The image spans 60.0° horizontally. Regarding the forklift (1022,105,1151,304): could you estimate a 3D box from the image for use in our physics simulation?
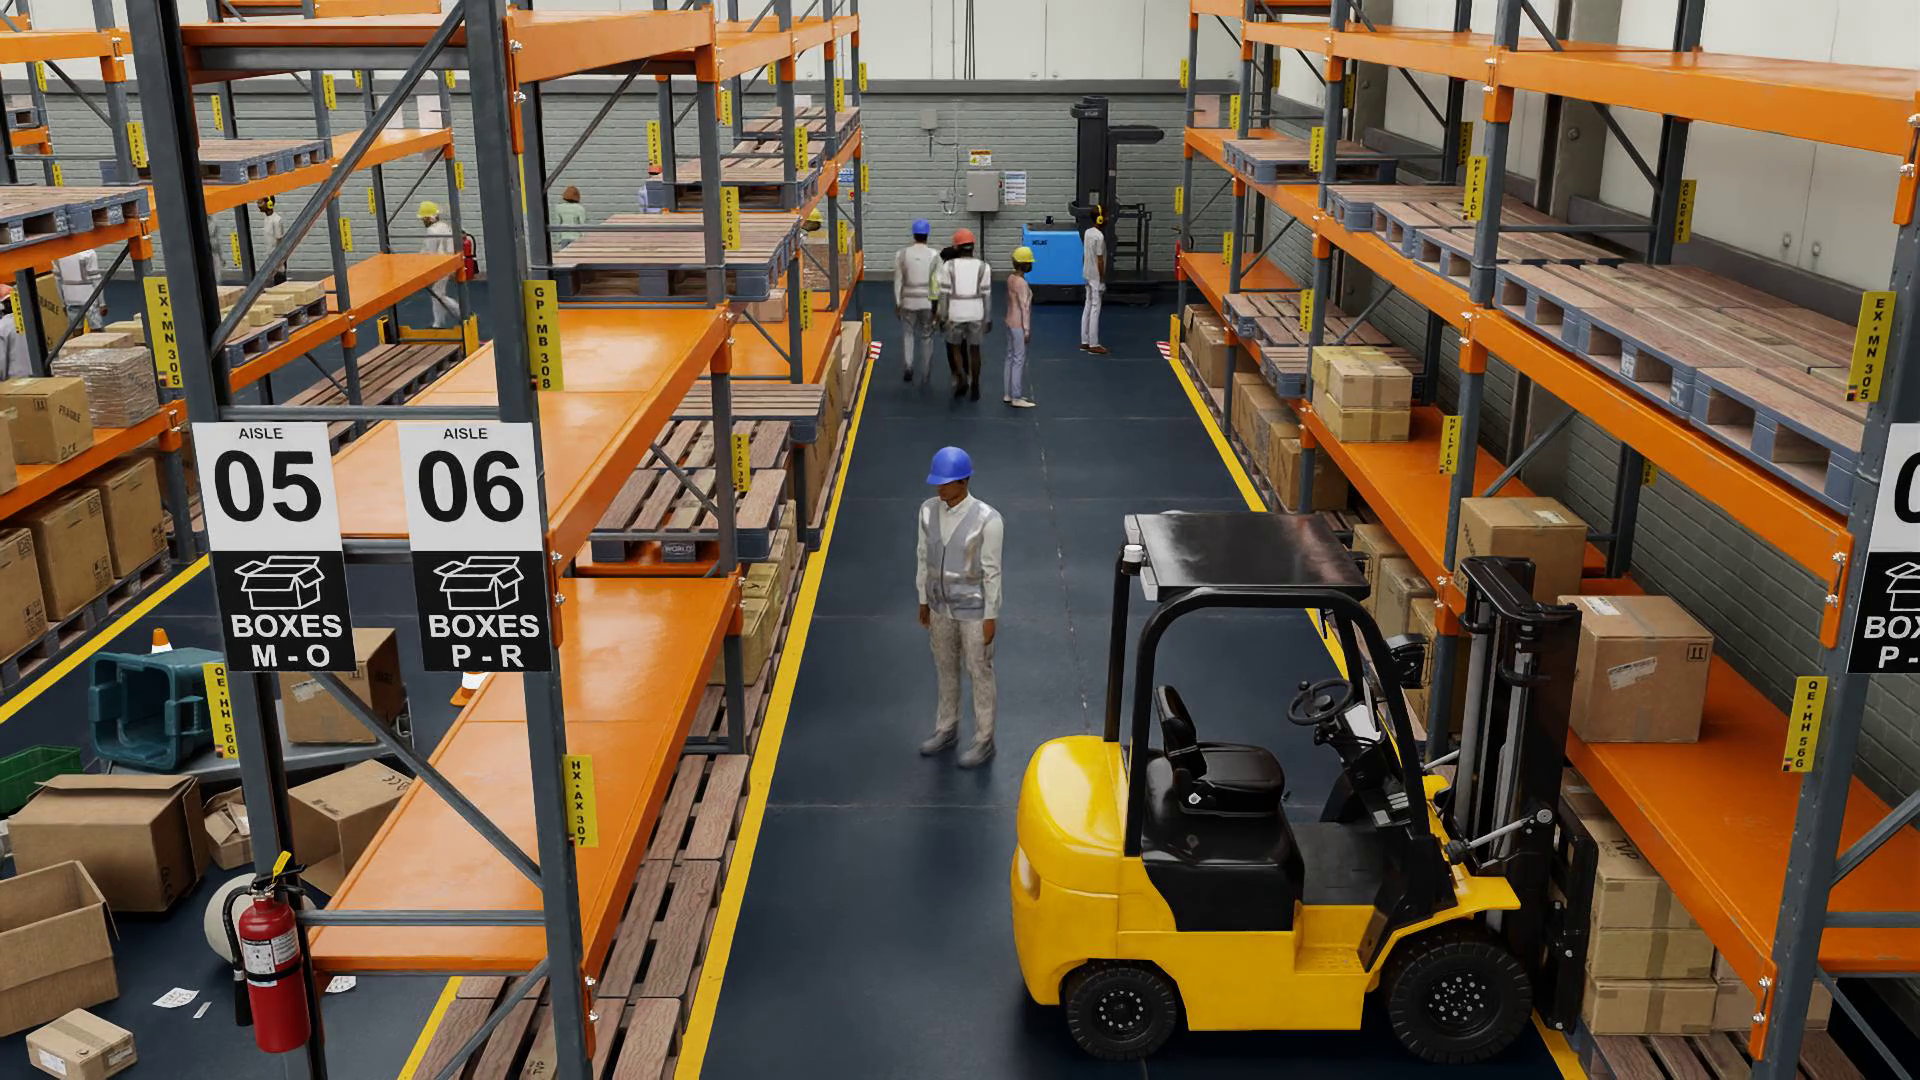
[{"bbox_3d":[1.857,-4.944,24.441,1.873,2.768,1.129,0,18,0],"label":"forklift"}]

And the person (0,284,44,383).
[{"bbox_3d":[-9.113,-1.613,16.149,0.338,1.742,0.563,8,20,22],"label":"person"}]

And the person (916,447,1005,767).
[{"bbox_3d":[-0.015,0.384,9.806,0.604,1.941,0.412,13,22,34],"label":"person"}]

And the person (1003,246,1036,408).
[{"bbox_3d":[0.673,-2.350,18.347,0.330,1.765,0.533,-6,19,-17],"label":"person"}]

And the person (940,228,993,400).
[{"bbox_3d":[0.075,-2.513,18.597,0.613,1.922,0.438,-1,18,-2],"label":"person"}]

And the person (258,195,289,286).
[{"bbox_3d":[-9.266,-3.791,22.565,0.333,1.859,0.508,-13,22,-34],"label":"person"}]

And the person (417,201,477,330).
[{"bbox_3d":[-6.829,-3.589,22.047,0.694,1.798,0.613,-2,18,-5],"label":"person"}]

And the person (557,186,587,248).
[{"bbox_3d":[-5.852,-4.532,25.167,0.515,1.624,0.292,6,19,18],"label":"person"}]

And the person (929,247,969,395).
[{"bbox_3d":[-0.084,-2.491,18.934,0.543,1.655,0.778,2,18,7],"label":"person"}]

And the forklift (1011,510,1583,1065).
[{"bbox_3d":[1.387,1.055,7.378,2.313,2.155,1.214,0,18,0],"label":"forklift"}]

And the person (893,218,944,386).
[{"bbox_3d":[-0.452,-2.761,19.331,0.629,1.932,0.442,2,18,6],"label":"person"}]

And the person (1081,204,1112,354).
[{"bbox_3d":[1.721,-3.302,21.059,0.335,1.873,0.521,-6,19,-17],"label":"person"}]

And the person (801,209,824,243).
[{"bbox_3d":[-1.925,-3.473,21.799,0.324,1.730,0.490,0,18,1],"label":"person"}]

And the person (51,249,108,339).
[{"bbox_3d":[-10.286,-2.816,19.508,0.547,1.929,0.387,1,18,4],"label":"person"}]
